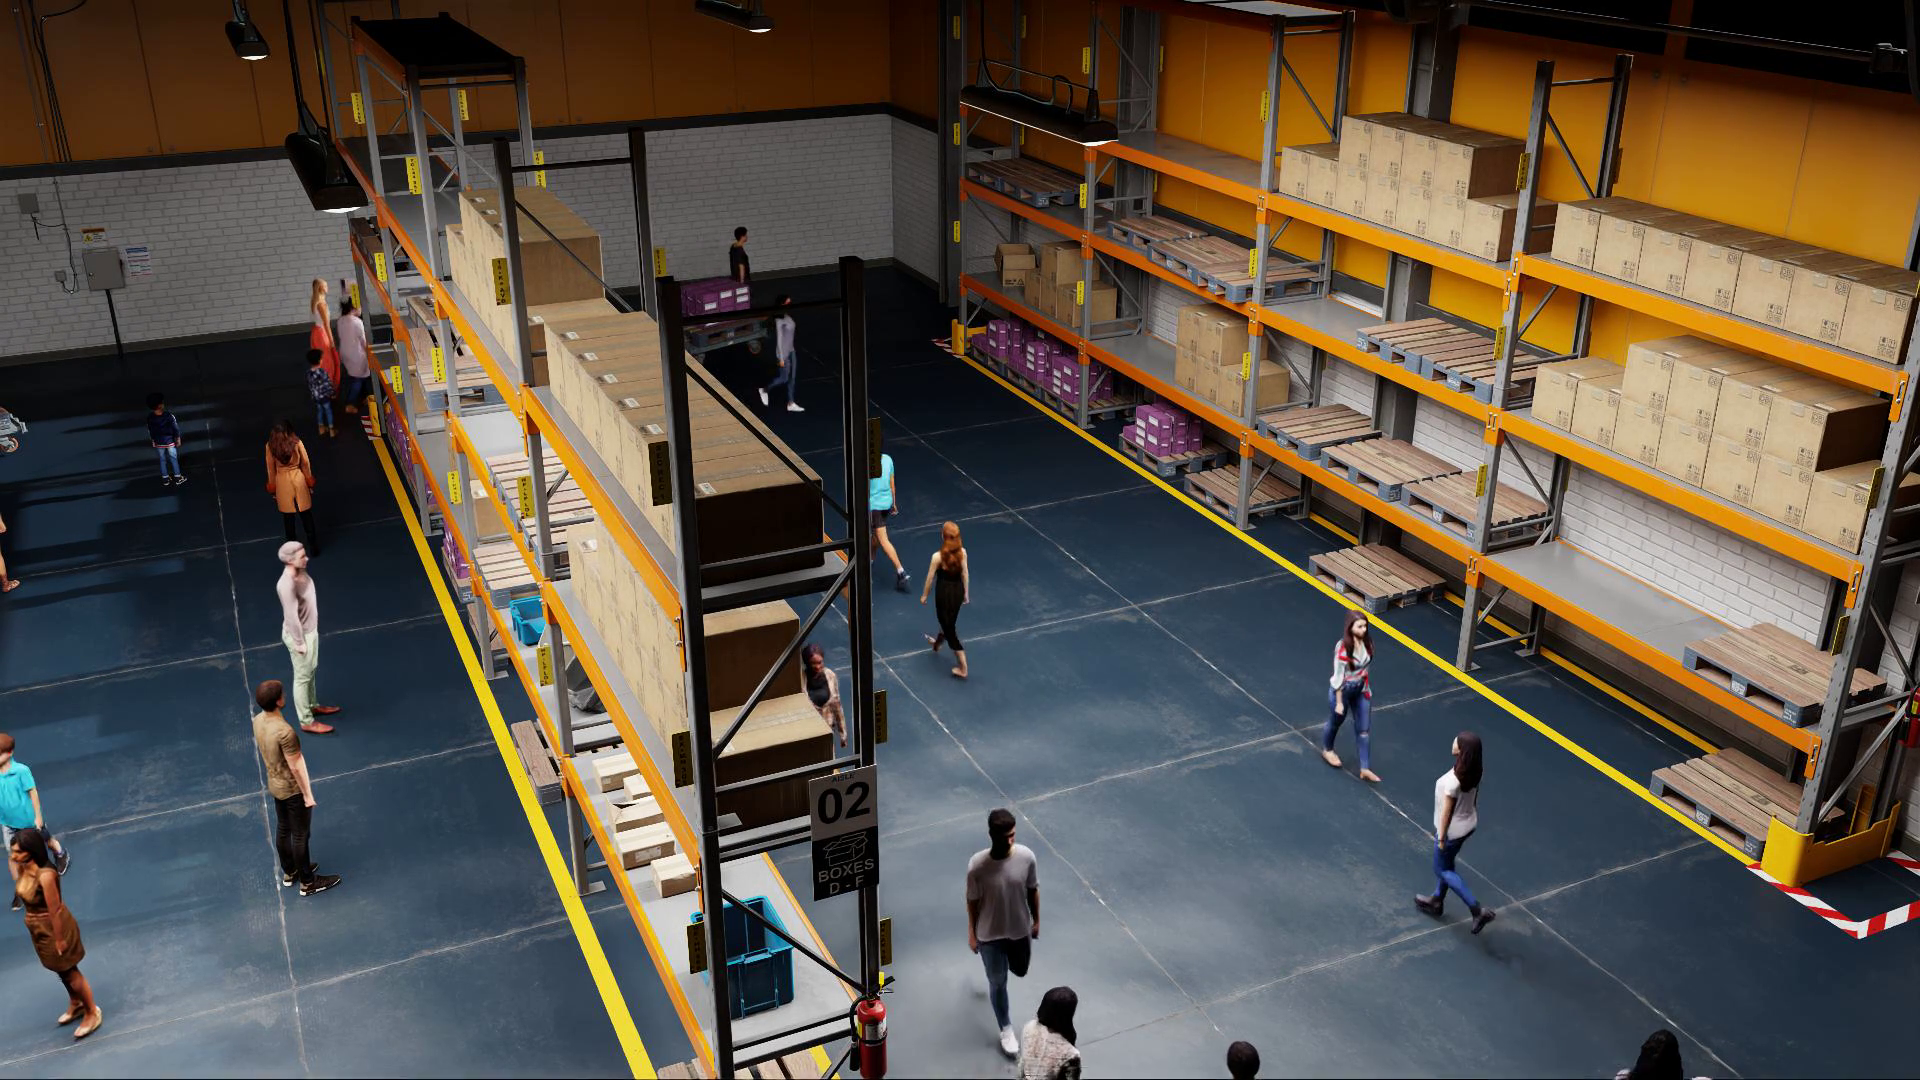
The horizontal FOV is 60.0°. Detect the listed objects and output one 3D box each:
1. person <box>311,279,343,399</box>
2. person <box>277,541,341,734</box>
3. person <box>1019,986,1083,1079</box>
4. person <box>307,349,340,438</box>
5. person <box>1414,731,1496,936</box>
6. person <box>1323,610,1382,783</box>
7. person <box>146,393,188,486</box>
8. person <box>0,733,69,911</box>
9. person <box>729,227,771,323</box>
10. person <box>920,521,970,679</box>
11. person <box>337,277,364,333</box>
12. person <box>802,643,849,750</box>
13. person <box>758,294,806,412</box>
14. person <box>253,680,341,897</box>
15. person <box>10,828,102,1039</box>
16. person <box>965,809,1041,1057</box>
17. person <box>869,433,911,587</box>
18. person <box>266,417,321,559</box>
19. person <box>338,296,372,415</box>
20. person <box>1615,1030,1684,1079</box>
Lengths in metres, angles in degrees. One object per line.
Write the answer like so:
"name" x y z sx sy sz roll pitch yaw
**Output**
"person" -9.367 -2.949 24.411 0.691 1.792 0.603 -11 26 -23
"person" -6.157 0.880 15.554 0.805 1.869 0.629 -3 24 -8
"person" 0.468 3.434 9.898 1.095 1.721 0.997 15 28 31
"person" -8.815 -2.028 22.986 0.611 1.245 0.674 8 25 18
"person" 3.839 2.257 12.661 0.787 1.663 1.033 -20 31 -38
"person" 3.425 1.337 14.865 0.613 1.585 0.915 -10 26 -22
"person" -10.220 -1.303 21.354 0.571 1.224 0.564 -3 24 -7
"person" -7.428 2.142 13.218 0.774 1.427 1.017 -1 24 -3
"person" -3.749 -4.370 27.804 0.756 1.677 1.007 -13 27 -27
"person" -0.060 0.627 16.493 0.724 1.582 1.096 -17 29 -34
"person" -9.166 -3.201 25.236 0.907 1.592 0.834 13 27 27
"person" -1.243 1.636 13.969 0.624 1.753 1.033 -13 27 -27
"person" -2.600 -2.664 23.852 0.998 1.717 0.961 6 24 14
"person" -5.319 1.941 13.150 0.664 1.851 0.807 18 30 36
"person" -6.318 2.720 11.578 0.595 1.682 0.699 16 28 32
"person" 0.275 2.624 11.561 0.759 1.872 1.051 -10 25 -21
"person" -0.846 -0.324 18.478 0.871 1.733 1.252 -20 31 -38
"person" -7.680 -0.596 19.116 0.706 1.720 0.596 -9 25 -19
"person" -8.688 -2.607 23.727 1.042 1.714 1.045 14 27 29
"person" 3.887 3.594 9.536 0.913 1.717 0.951 12 26 25
